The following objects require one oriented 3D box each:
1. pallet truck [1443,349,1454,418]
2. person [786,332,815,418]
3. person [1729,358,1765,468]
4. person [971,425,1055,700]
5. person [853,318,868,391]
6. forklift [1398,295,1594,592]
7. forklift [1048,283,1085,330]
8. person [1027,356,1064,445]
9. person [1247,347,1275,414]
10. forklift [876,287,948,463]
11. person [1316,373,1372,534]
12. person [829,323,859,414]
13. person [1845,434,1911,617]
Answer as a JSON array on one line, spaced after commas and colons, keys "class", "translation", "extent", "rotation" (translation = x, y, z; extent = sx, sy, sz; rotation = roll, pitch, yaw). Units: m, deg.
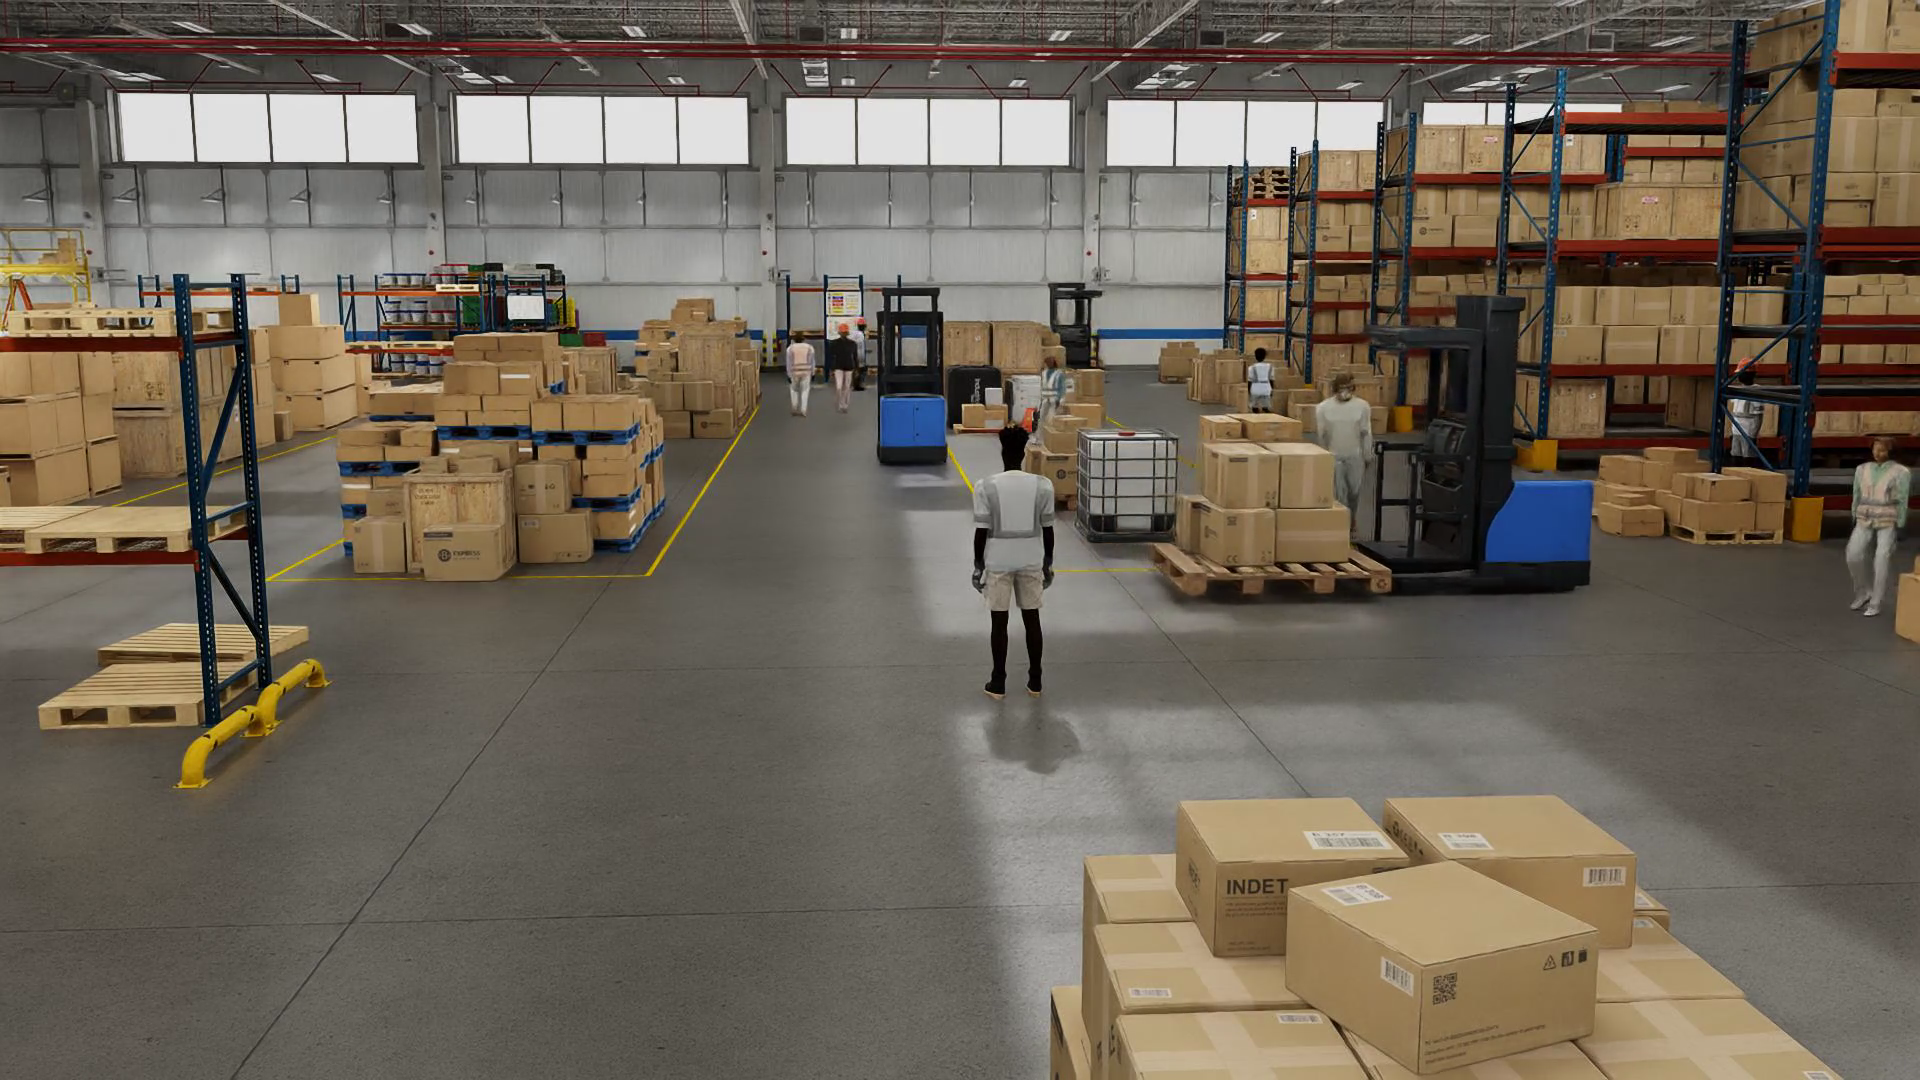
[{"class": "pallet truck", "translation": [8.004, -2.170, 26.422], "extent": [0.823, 1.965, 1.885], "rotation": [2, 9, 14]}, {"class": "person", "translation": [-3.424, -3.530, 35.553], "extent": [0.633, 1.811, 0.837], "rotation": [-2, 9, -11]}, {"class": "person", "translation": [10.315, -1.421, 21.902], "extent": [0.357, 1.936, 0.551], "rotation": [-1, 9, -8]}, {"class": "person", "translation": [0.379, 0.159, 11.890], "extent": [0.614, 1.963, 0.362], "rotation": [-2, 9, -12]}, {"class": "person", "translation": [-2.581, -4.832, 43.370], "extent": [0.516, 1.916, 0.584], "rotation": [-2, 9, -10]}, {"class": "forklift", "translation": [5.058, -0.961, 16.064], "extent": [1.873, 2.768, 1.129], "rotation": [-1, 9, -4]}, {"class": "forklift", "translation": [2.785, -5.353, 43.644], "extent": [1.129, 2.768, 1.873], "rotation": [-4, 10, -22]}, {"class": "person", "translation": [1.560, -2.419, 29.236], "extent": [0.525, 1.599, 0.830], "rotation": [7, 11, 38]}, {"class": "person", "translation": [5.616, -2.761, 31.095], "extent": [0.545, 1.682, 0.404], "rotation": [-2, 9, -10]}, {"class": "forklift", "translation": [-0.793, -2.708, 27.037], "extent": [1.129, 2.768, 1.873], "rotation": [-1, 9, -4]}, {"class": "person", "translation": [4.397, -0.962, 19.068], "extent": [0.633, 1.917, 0.445], "rotation": [2, 9, 10]}, {"class": "person", "translation": [-2.491, -3.706, 36.130], "extent": [0.646, 1.968, 0.807], "rotation": [-3, 9, -16]}, {"class": "person", "translation": [8.127, -0.123, 14.736], "extent": [0.369, 1.625, 0.523], "rotation": [-6, 11, -34]}]
